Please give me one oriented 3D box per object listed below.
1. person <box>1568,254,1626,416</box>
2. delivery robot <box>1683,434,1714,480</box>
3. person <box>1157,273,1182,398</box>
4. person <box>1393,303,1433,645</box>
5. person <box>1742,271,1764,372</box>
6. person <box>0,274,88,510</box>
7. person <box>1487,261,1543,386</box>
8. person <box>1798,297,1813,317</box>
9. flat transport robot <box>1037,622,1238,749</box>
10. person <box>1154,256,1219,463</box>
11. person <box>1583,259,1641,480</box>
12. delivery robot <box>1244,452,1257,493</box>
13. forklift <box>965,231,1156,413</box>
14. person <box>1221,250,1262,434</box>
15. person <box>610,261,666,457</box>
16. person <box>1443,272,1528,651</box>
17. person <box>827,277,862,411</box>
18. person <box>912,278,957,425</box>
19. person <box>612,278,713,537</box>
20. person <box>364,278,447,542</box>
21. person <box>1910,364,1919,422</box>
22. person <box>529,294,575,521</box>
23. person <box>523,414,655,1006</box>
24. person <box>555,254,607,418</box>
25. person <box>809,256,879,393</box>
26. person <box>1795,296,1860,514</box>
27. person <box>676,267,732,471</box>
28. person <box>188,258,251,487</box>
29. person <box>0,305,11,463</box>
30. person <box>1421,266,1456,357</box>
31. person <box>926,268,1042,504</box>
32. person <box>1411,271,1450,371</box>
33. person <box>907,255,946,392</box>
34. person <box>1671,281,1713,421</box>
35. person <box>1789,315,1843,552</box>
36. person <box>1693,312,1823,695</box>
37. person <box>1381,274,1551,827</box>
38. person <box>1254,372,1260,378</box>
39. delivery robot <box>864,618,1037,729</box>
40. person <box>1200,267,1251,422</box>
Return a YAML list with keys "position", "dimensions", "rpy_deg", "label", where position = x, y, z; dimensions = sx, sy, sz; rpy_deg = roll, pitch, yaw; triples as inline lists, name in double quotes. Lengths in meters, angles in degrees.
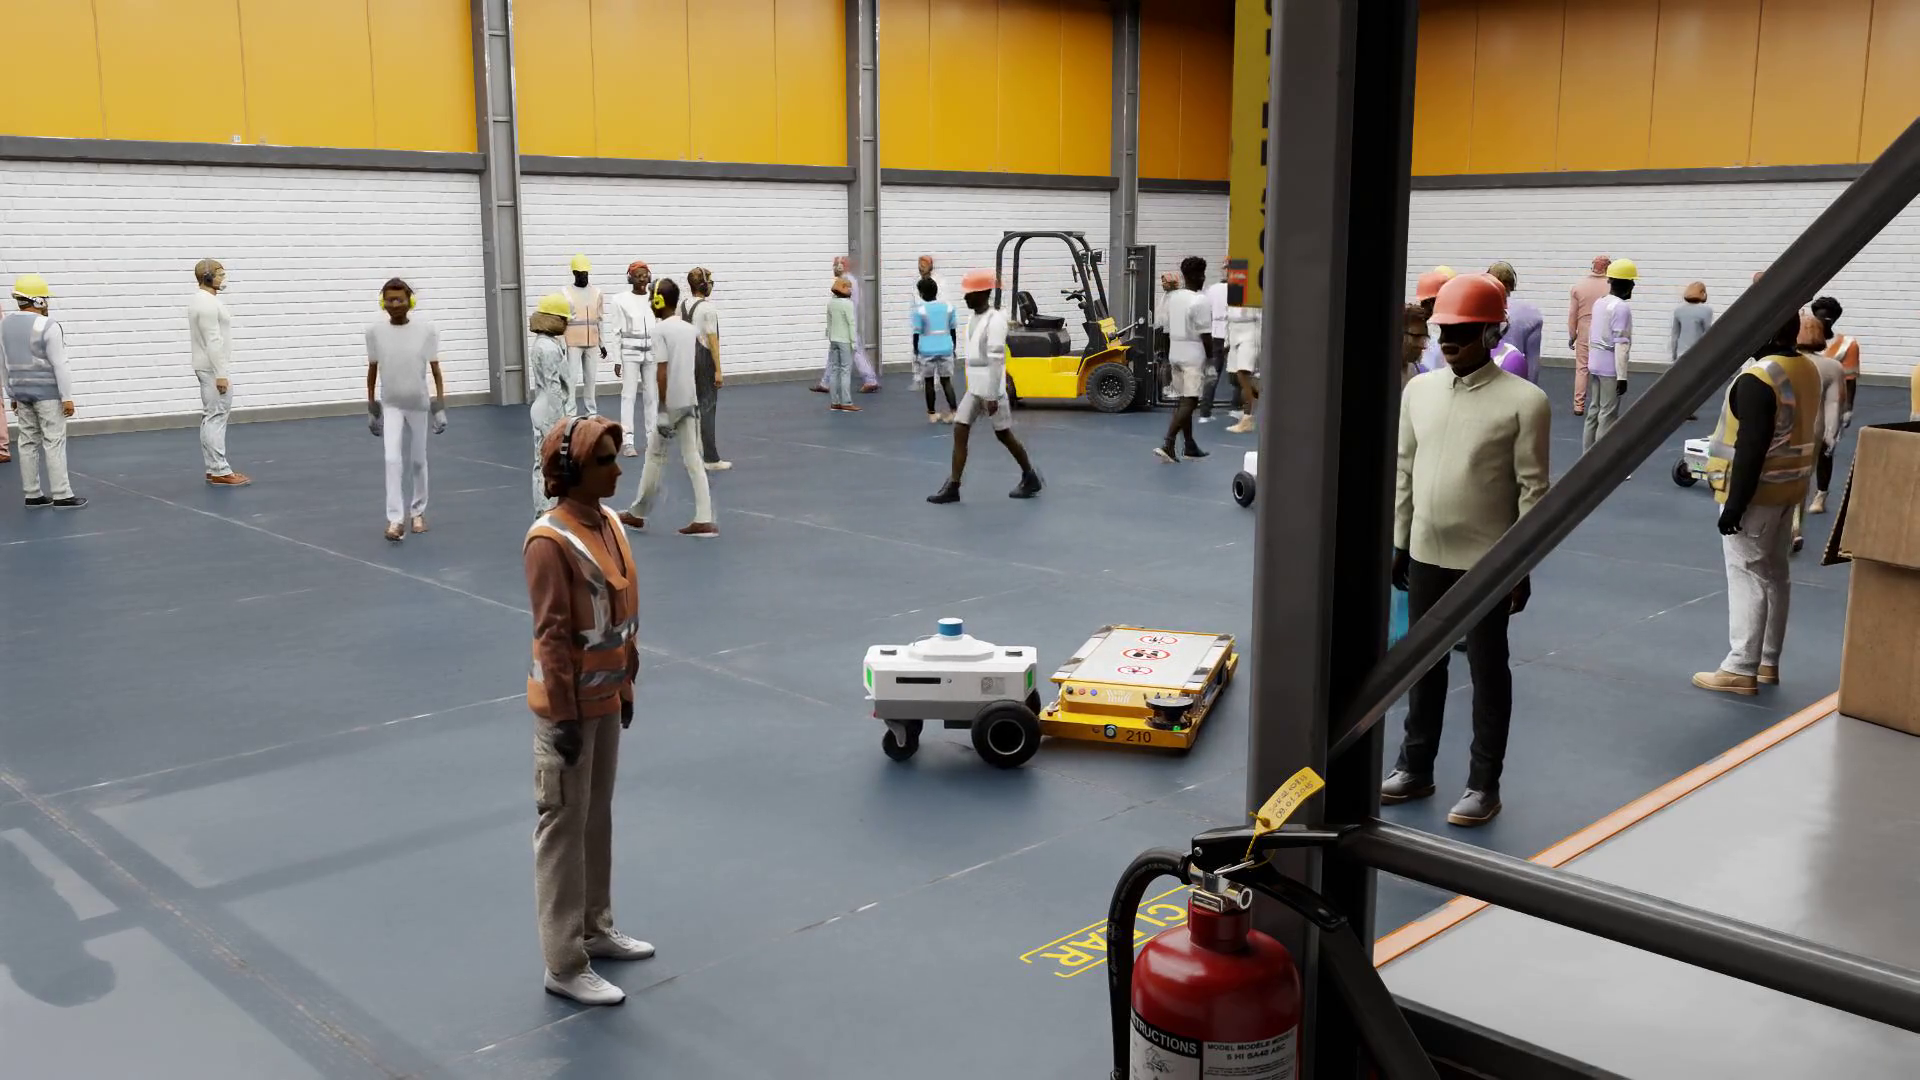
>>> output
- position: [7.530, -2.410, 19.654]
  dimensions: [0.651, 1.906, 0.402]
  rpy_deg: [6, 12, 30]
  label: "person"
- position: [6.458, -0.739, 13.974]
  dimensions: [0.707, 0.478, 0.477]
  rpy_deg: [-4, 11, -19]
  label: "delivery robot"
- position: [2.764, -2.685, 21.883]
  dimensions: [0.311, 1.638, 0.521]
  rpy_deg: [-5, 11, -24]
  label: "person"
- position: [2.010, -0.188, 7.786]
  dimensions: [0.599, 1.810, 0.750]
  rpy_deg: [-4, 11, -19]
  label: "person"
- position: [10.965, -2.861, 22.847]
  dimensions: [0.512, 1.638, 0.312]
  rpy_deg: [5, 12, 26]
  label: "person"
- position: [-7.144, -1.142, 12.936]
  dimensions: [0.600, 1.831, 0.404]
  rpy_deg: [3, 11, 15]
  label: "person"
- position: [4.014, -1.109, 12.473]
  dimensions: [0.632, 1.940, 0.372]
  rpy_deg: [1, 10, 3]
  label: "person"
- position: [8.088, -1.693, 16.130]
  dimensions: [0.309, 1.769, 0.523]
  rpy_deg: [3, 11, 15]
  label: "person"
- position: [0.837, 0.629, 7.545]
  dimensions: [0.652, 0.197, 1.431]
  rpy_deg: [3, 11, 17]
  label: "flat transport robot"
- position: [2.104, -1.692, 15.692]
  dimensions: [0.827, 1.948, 0.602]
  rpy_deg: [-5, 12, -28]
  label: "person"
- position: [5.711, -1.490, 14.576]
  dimensions: [0.386, 1.926, 0.591]
  rpy_deg: [0, 10, -2]
  label: "person"
- position: [2.515, -0.550, 12.943]
  dimensions: [0.477, 0.478, 0.707]
  rpy_deg: [-4, 11, -20]
  label: "delivery robot"
- position: [1.222, -2.721, 20.561]
  dimensions: [2.313, 2.155, 1.214]
  rpy_deg: [2, 11, 13]
  label: "forklift"
- position: [3.168, -2.170, 18.073]
  dimensions: [0.723, 2.010, 0.641]
  rpy_deg: [-5, 11, -24]
  label: "person"
- position: [-3.094, -1.752, 16.133]
  dimensions: [0.572, 1.883, 0.356]
  rpy_deg: [-6, 12, -31]
  label: "person"
- position: [2.640, -0.400, 8.596]
  dimensions: [0.347, 1.943, 0.544]
  rpy_deg: [-5, 12, -27]
  label: "person"
- position: [-1.422, -2.380, 20.231]
  dimensions: [0.279, 1.633, 0.499]
  rpy_deg: [-9, 14, -41]
  label: "person"
- position: [-0.292, -2.121, 18.759]
  dimensions: [0.570, 1.666, 0.416]
  rpy_deg: [-4, 11, -20]
  label: "person"
- position: [-2.122, -0.942, 11.868]
  dimensions: [0.922, 1.818, 0.556]
  rpy_deg: [6, 12, 28]
  label: "person"
- position: [-3.873, -0.904, 11.643]
  dimensions: [0.541, 1.826, 0.935]
  rpy_deg: [-3, 11, -14]
  label: "person"
- position: [4.608, -0.253, 7.805]
  dimensions: [0.543, 1.938, 0.357]
  rpy_deg: [-4, 11, -20]
  label: "person"
- position: [-2.786, -0.817, 11.440]
  dimensions: [0.319, 1.734, 0.483]
  rpy_deg: [-4, 11, -22]
  label: "person"
- position: [-1.057, 0.465, 4.699]
  dimensions: [0.314, 1.642, 0.514]
  rpy_deg: [2, 11, 8]
  label: "person"
- position: [-4.175, -2.192, 18.409]
  dimensions: [0.594, 1.924, 0.382]
  rpy_deg: [-9, 14, -42]
  label: "person"
- position: [-1.555, -2.905, 22.499]
  dimensions: [0.982, 1.866, 0.650]
  rpy_deg: [1, 10, 4]
  label: "person"
- position: [6.487, -1.009, 12.614]
  dimensions: [0.553, 1.670, 0.615]
  rpy_deg: [8, 13, 37]
  label: "person"
- position: [-2.343, -1.545, 15.101]
  dimensions: [0.505, 1.847, 0.344]
  rpy_deg: [9, 14, 40]
  label: "person"
- position: [-6.350, -1.425, 14.193]
  dimensions: [0.372, 1.940, 0.631]
  rpy_deg: [-6, 12, -30]
  label: "person"
- position: [-9.193, -1.651, 15.516]
  dimensions: [0.651, 1.906, 0.404]
  rpy_deg: [7, 12, 33]
  label: "person"
- position: [4.744, -1.782, 16.424]
  dimensions: [0.404, 1.834, 0.591]
  rpy_deg: [9, 14, 41]
  label: "person"
- position: [0.242, -1.232, 13.323]
  dimensions: [0.996, 1.886, 0.544]
  rpy_deg: [-6, 12, -29]
  label: "person"
- position: [3.221, -0.884, 11.401]
  dimensions: [0.997, 1.877, 0.565]
  rpy_deg: [-1, 10, -5]
  label: "person"
- position: [-0.480, -2.937, 22.652]
  dimensions: [0.581, 1.869, 0.574]
  rpy_deg: [6, 12, 29]
  label: "person"
- position: [8.304, -2.142, 18.955]
  dimensions: [0.543, 1.617, 0.504]
  rpy_deg: [-5, 12, -27]
  label: "person"
- position: [5.694, -0.719, 11.283]
  dimensions: [0.500, 1.602, 0.769]
  rpy_deg: [2, 11, 12]
  label: "person"
- position: [3.727, -0.201, 7.785]
  dimensions: [0.633, 1.842, 0.429]
  rpy_deg: [-9, 14, -42]
  label: "person"
- position: [1.820, 0.039, 6.053]
  dimensions: [0.393, 1.995, 0.612]
  rpy_deg: [-9, 14, -40]
  label: "person"
- position: [4.663, -3.350, 24.962]
  dimensions: [0.633, 1.840, 0.429]
  rpy_deg: [-7, 13, -35]
  label: "person"
- position: [-0.039, 0.566, 6.858]
  dimensions: [0.707, 0.478, 0.477]
  rpy_deg: [0, 10, 2]
  label: "delivery robot"
- position: [3.096, -2.281, 19.021]
  dimensions: [0.758, 1.878, 0.642]
  rpy_deg: [-10, 14, -43]
  label: "person"
